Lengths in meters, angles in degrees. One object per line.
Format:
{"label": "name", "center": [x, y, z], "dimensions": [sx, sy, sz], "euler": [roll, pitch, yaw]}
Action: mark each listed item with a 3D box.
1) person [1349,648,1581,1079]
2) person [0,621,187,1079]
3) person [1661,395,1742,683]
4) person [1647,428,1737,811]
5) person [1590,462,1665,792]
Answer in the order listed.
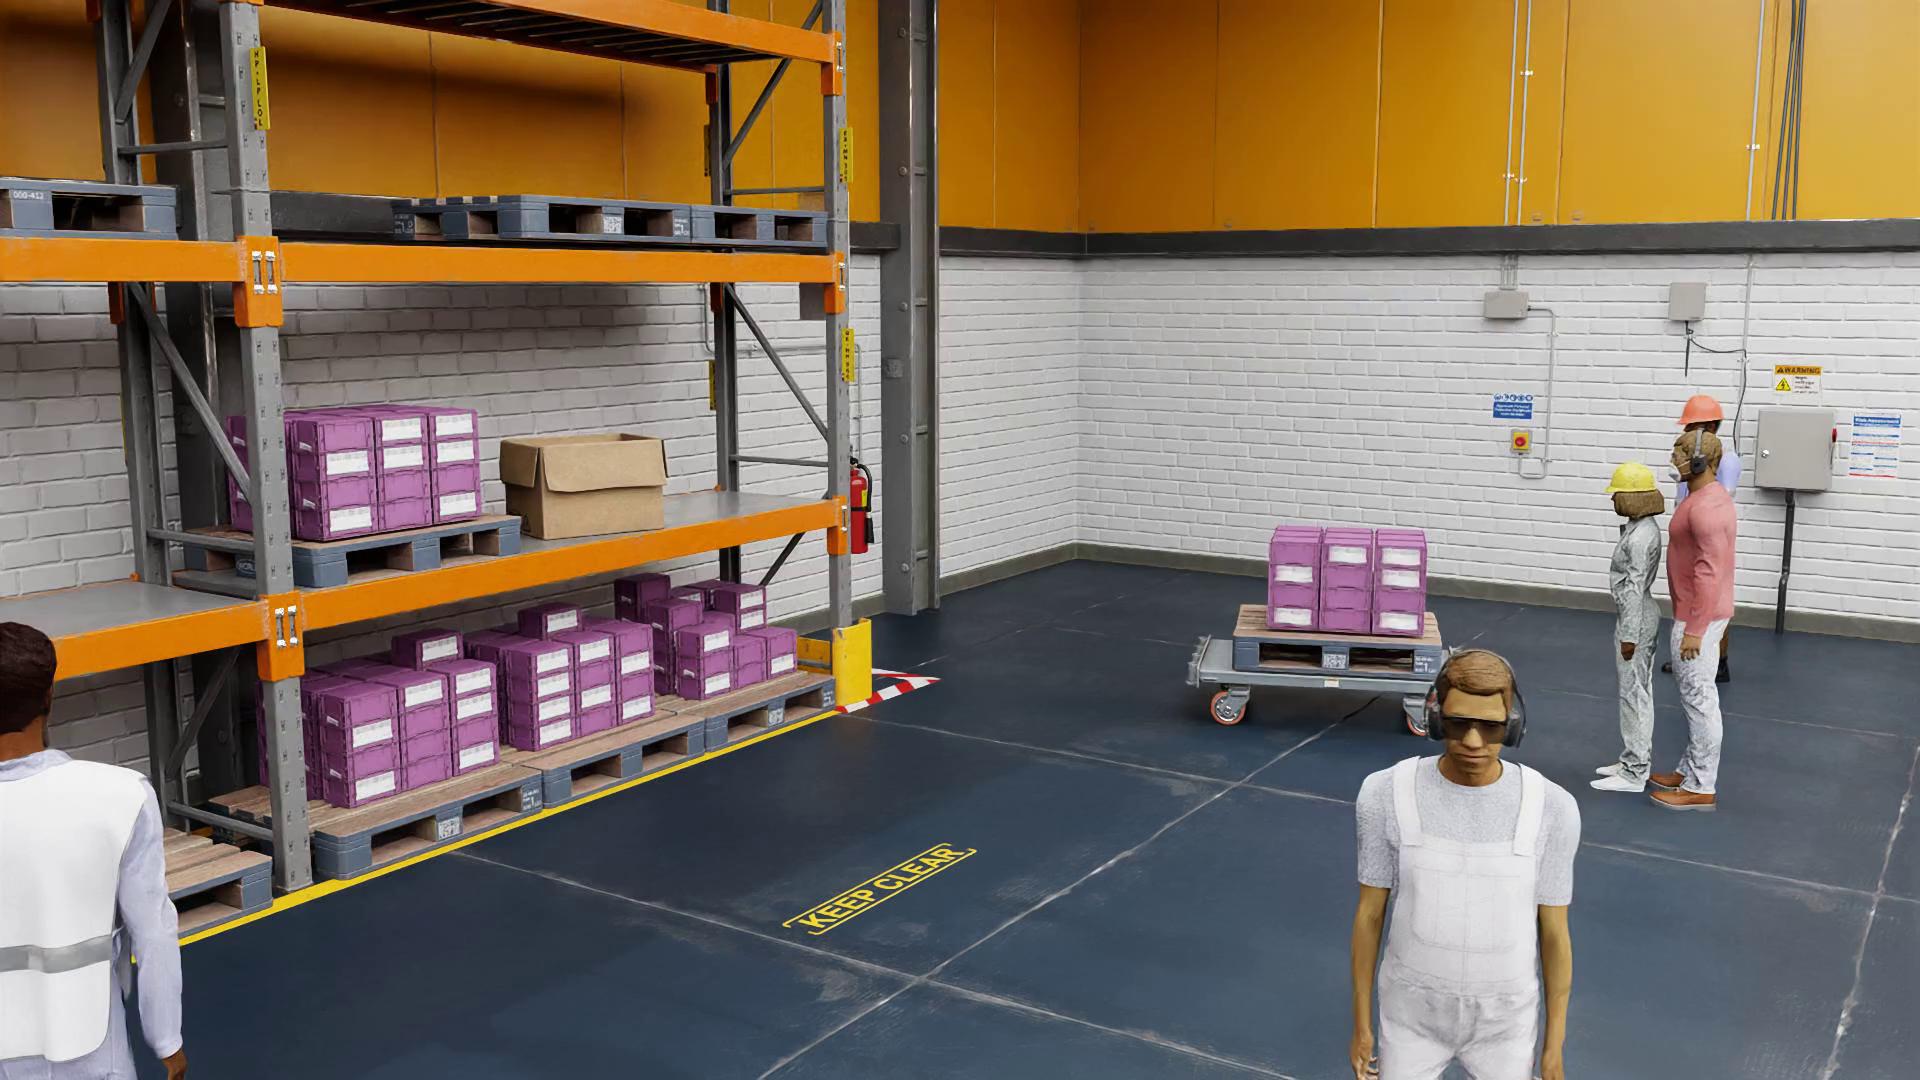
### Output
{"label": "person", "center": [1.178, 1.147, 3.943], "dimensions": [0.502, 1.837, 0.349], "euler": [2, 9, 15]}
{"label": "person", "center": [-2.068, 1.134, 3.741], "dimensions": [0.596, 1.917, 0.382], "euler": [-3, 9, -17]}
{"label": "person", "center": [4.957, -0.009, 11.152], "dimensions": [0.380, 1.927, 0.542], "euler": [-2, 9, -12]}
{"label": "person", "center": [3.731, 0.402, 8.434], "dimensions": [0.356, 1.938, 0.633], "euler": [4, 9, 23]}
{"label": "person", "center": [3.516, 0.456, 8.756], "dimensions": [0.320, 1.737, 0.483], "euler": [4, 10, 24]}
